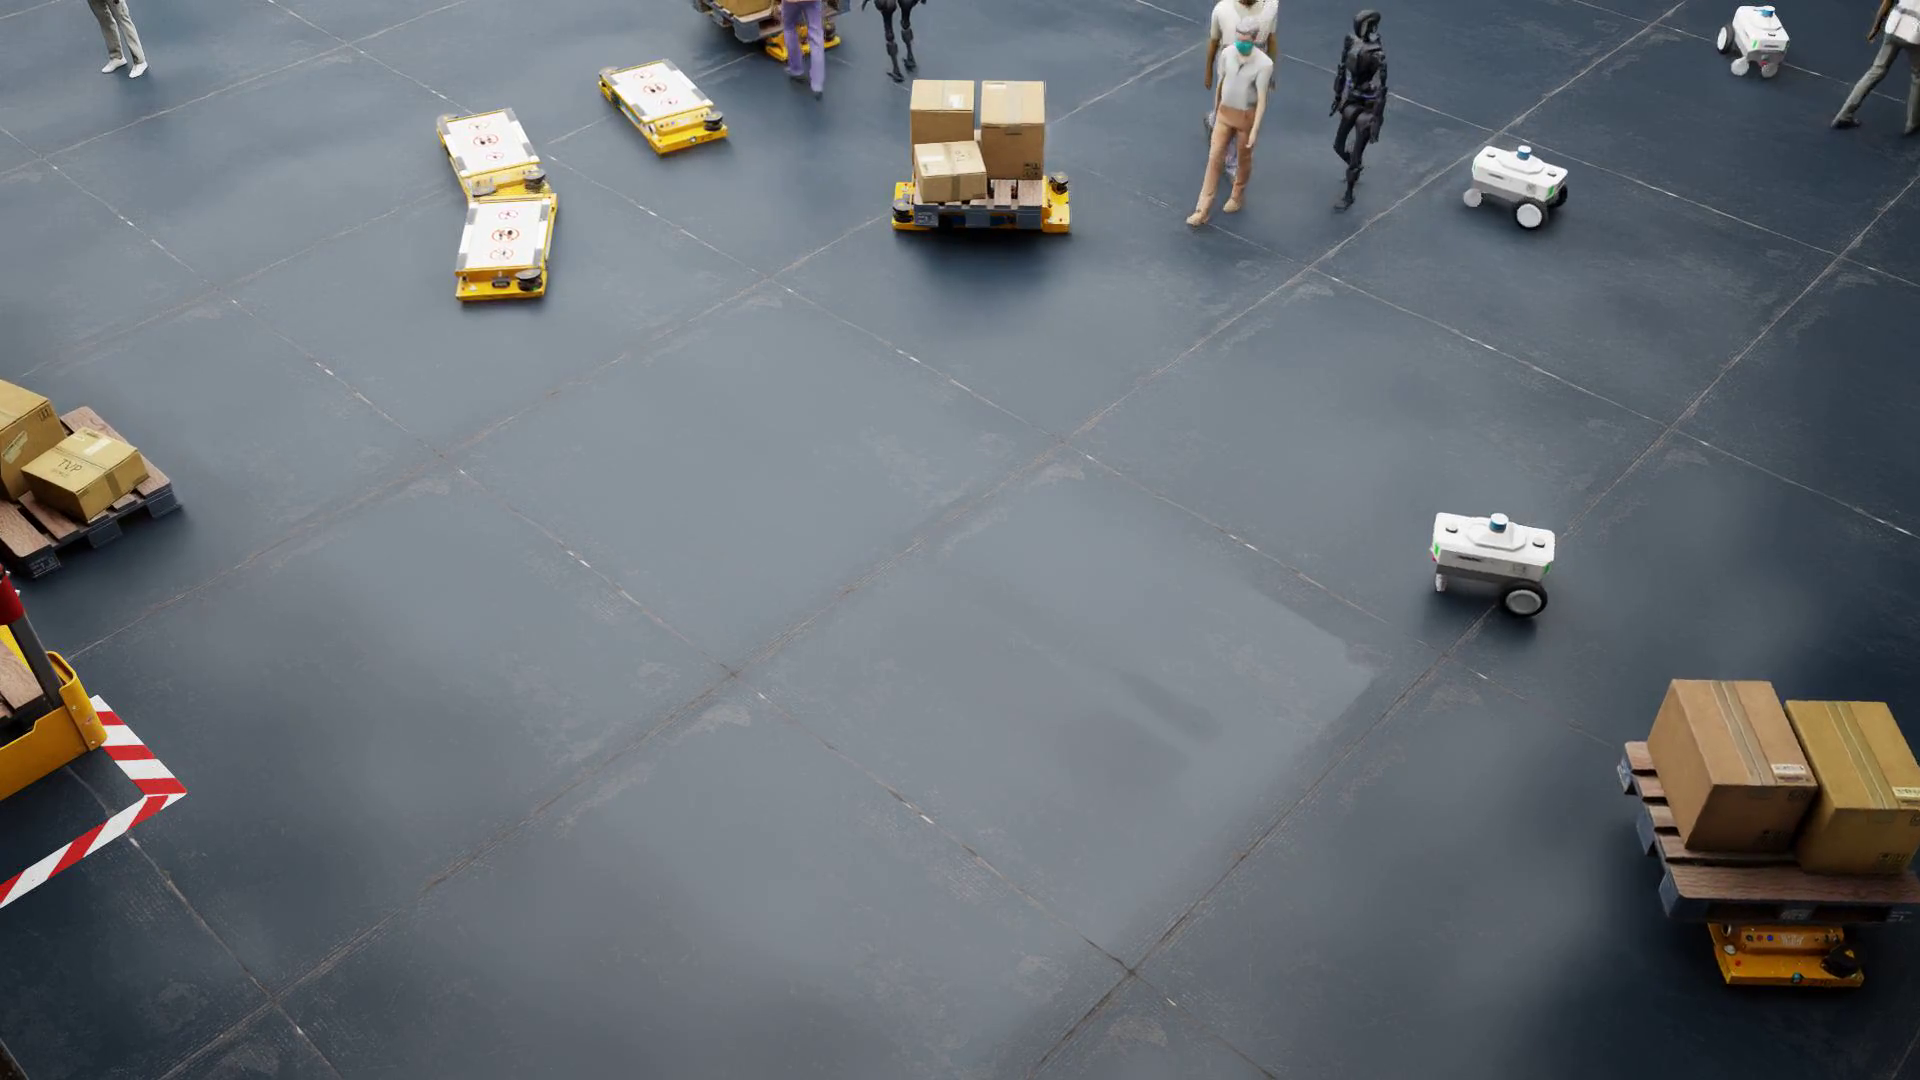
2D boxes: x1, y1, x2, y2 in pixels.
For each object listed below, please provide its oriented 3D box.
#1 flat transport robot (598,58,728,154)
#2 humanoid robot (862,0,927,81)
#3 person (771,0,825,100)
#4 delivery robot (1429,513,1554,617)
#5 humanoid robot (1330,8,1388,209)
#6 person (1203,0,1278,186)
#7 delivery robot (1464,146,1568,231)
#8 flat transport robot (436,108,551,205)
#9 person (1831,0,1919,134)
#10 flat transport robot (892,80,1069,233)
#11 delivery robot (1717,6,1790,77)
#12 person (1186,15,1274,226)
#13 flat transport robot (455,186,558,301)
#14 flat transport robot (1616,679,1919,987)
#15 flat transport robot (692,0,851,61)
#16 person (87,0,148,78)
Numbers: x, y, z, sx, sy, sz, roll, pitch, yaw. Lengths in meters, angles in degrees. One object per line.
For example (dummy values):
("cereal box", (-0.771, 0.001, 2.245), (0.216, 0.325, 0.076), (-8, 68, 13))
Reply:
("flat transport robot", (-2.673, -3.903, 14.865), (0.659, 0.231, 1.431), (-21, 46, -22))
("humanoid robot", (-0.607, -5.000, 15.030), (0.611, 1.654, 0.431), (-16, 44, -17))
("person", (-1.427, -4.882, 14.802), (0.634, 1.803, 0.763), (-14, 44, -15))
("delivery robot", (3.268, 0.087, 10.203), (0.749, 0.578, 0.505), (10, 43, 11))
("humanoid robot", (3.252, -3.503, 13.383), (0.446, 1.649, 0.609), (-20, 46, -21))
("person", (2.276, -3.909, 13.726), (0.574, 1.810, 0.859), (-13, 44, -14))
("delivery robot", (4.542, -2.928, 13.548), (0.750, 0.570, 0.499), (26, 48, 26))
("flat transport robot", (-3.992, -3.267, 14.157), (0.659, 0.231, 1.431), (-17, 45, -18))
("person", (8.139, -4.330, 14.196), (0.673, 1.797, 0.648), (-34, 52, -32))
("flat transport robot", (0.174, -2.769, 13.604), (1.431, 0.231, 0.659), (1, 42, 1))
("delivery robot", (7.453, -4.695, 15.518), (0.499, 0.578, 0.746), (4, 42, 4))
("person", (2.142, -3.271, 13.078), (0.472, 1.715, 0.789), (22, 46, 23))
("flat transport robot", (-3.575, -2.361, 13.150), (0.659, 0.231, 1.431), (-4, 42, -4))
("flat transport robot", (4.124, 1.665, 8.676), (0.659, 0.231, 1.431), (1, 42, 1))
("flat transport robot", (-1.828, -5.057, 16.147), (0.659, 0.231, 1.431), (-26, 48, -26))
("person", (-7.796, -5.014, 15.070), (0.513, 1.643, 0.306), (14, 44, 15))
